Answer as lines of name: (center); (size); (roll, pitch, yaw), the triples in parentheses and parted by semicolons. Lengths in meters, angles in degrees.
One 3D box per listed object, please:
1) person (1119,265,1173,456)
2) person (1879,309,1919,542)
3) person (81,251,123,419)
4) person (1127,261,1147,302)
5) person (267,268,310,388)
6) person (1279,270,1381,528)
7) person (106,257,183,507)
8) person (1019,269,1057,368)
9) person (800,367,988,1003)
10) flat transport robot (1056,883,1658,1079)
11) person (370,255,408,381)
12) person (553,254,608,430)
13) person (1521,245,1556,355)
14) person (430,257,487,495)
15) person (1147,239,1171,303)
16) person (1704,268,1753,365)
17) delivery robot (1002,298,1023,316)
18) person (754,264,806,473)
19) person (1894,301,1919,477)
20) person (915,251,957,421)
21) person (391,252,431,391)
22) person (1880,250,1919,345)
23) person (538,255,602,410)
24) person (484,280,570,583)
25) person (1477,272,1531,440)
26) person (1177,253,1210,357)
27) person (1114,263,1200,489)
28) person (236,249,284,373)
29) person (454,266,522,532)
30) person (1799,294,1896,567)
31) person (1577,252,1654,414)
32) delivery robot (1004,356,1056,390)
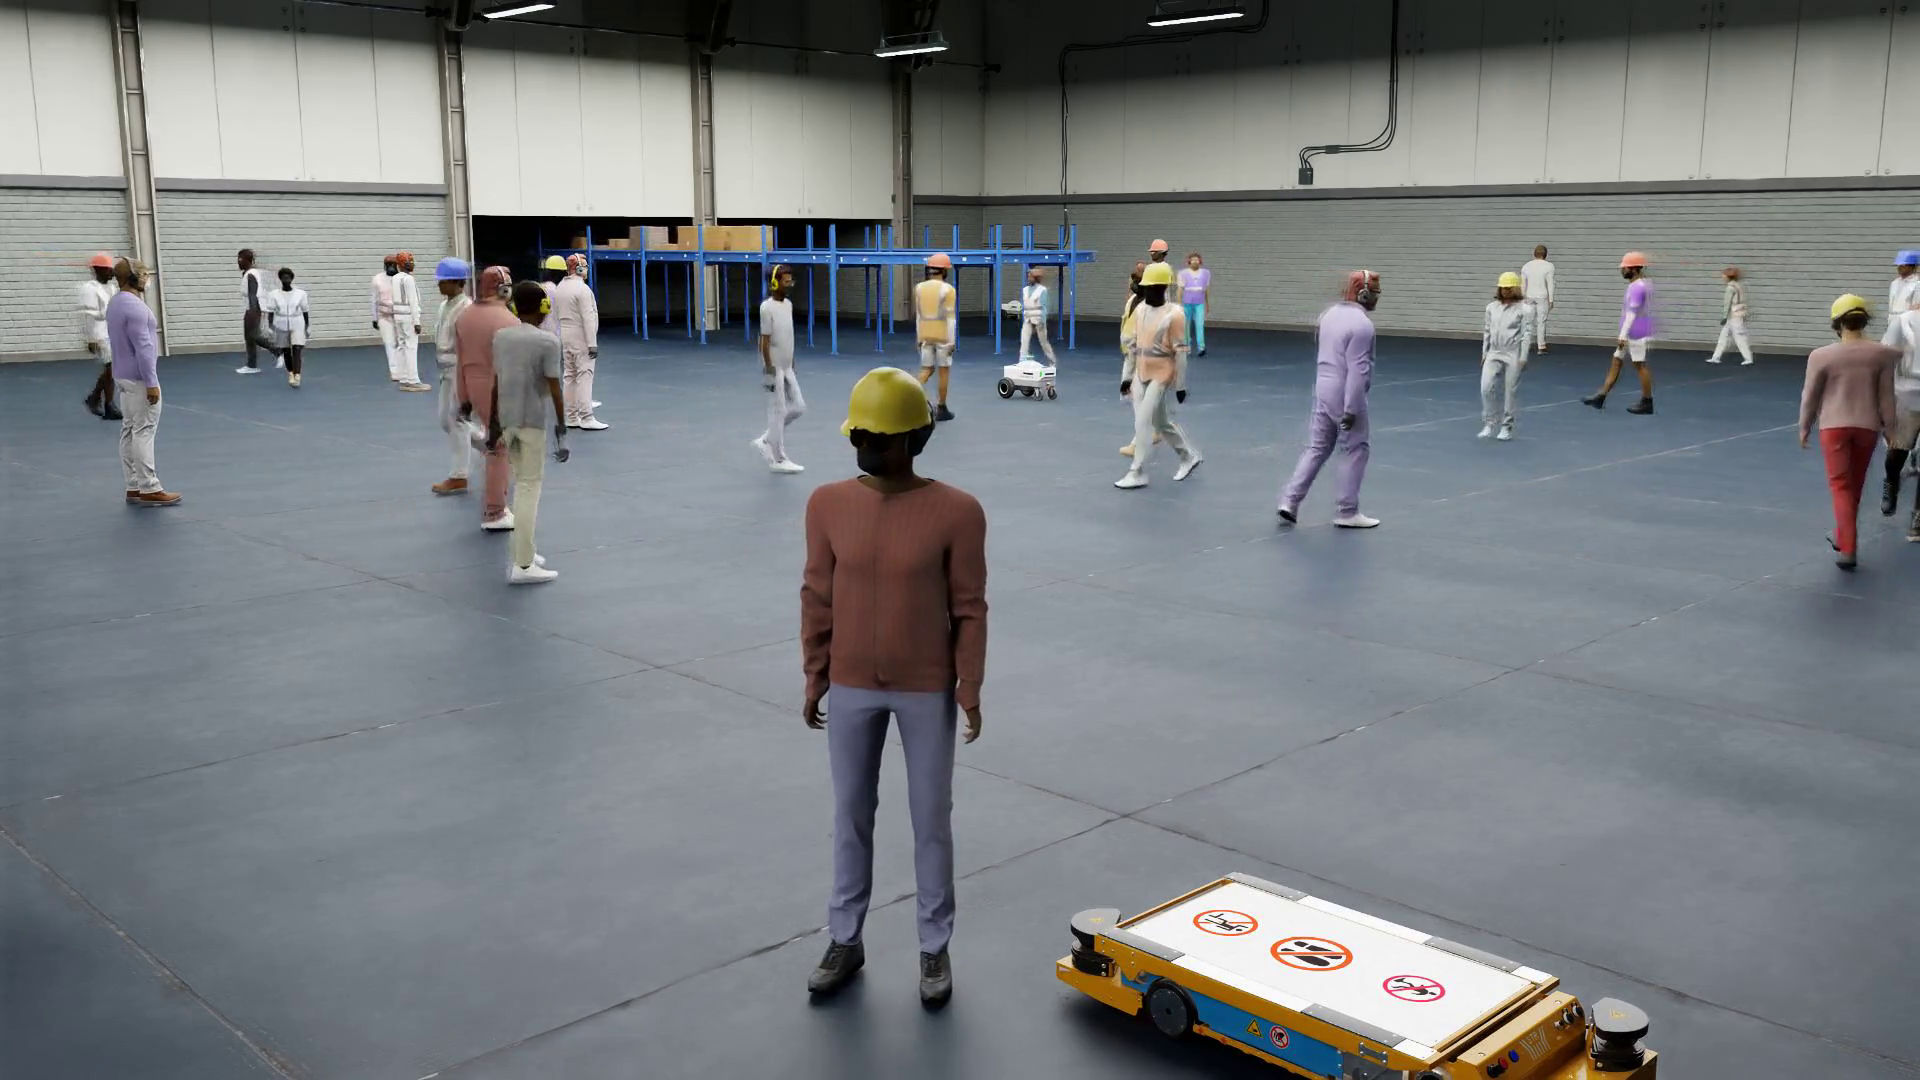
person: (1.812, -1.741, 16.101); (0.537, 1.829, 0.638); (-4, 11, -19)
person: (6.817, -0.988, 11.745); (0.630, 1.933, 0.772); (5, 12, 26)
person: (-9.814, -2.345, 19.134); (0.415, 1.922, 0.564); (1, 10, 4)
person: (3.454, -4.514, 31.756); (0.549, 1.623, 0.442); (3, 11, 17)
person: (-9.413, -2.979, 23.329); (0.542, 1.655, 0.861); (-3, 11, -16)
person: (2.693, -1.015, 12.057); (0.695, 1.871, 0.663); (-3, 11, -15)
person: (-6.468, -1.247, 13.105); (0.372, 1.940, 0.630); (-10, 14, -44)
person: (1.195, -3.367, 25.596); (0.526, 1.608, 0.825); (10, 14, 43)
person: (-0.188, 0.405, 4.583); (0.524, 1.764, 0.329); (2, 11, 13)
flat transport robot: (1.002, 1.205, 4.401); (0.652, 0.197, 1.431); (-10, 14, -44)
person: (-8.294, -3.256, 24.369); (0.629, 1.828, 0.477); (-3, 11, -14)
person: (-4.152, -2.165, 18.200); (0.410, 1.909, 0.642); (-10, 14, -44)
person: (10.329, -4.294, 29.725); (0.372, 1.940, 0.630); (-10, 14, -44)
person: (-4.093, -1.364, 13.749); (0.632, 1.934, 0.621); (-8, 13, -36)
person: (3.079, -3.629, 25.813); (0.373, 2.044, 0.606); (1, 10, 7)
person: (12.645, -3.648, 27.159); (0.728, 1.585, 0.525); (5, 11, 24)
delivery robot: (1.381, -5.810, 41.623); (0.477, 0.478, 0.707); (-10, 14, -44)
person: (-1.614, -1.534, 14.889); (0.436, 1.858, 0.553); (4, 11, 22)
person: (8.363, -1.338, 14.513); (0.680, 1.613, 0.508); (-9, 13, -39)
person: (-0.304, -2.320, 18.993); (0.554, 1.924, 0.581); (7, 12, 32)
person: (-7.554, -2.992, 22.777); (0.356, 1.882, 0.574); (-10, 14, -44)
person: (11.582, -2.605, 20.542); (0.799, 1.915, 0.614); (-3, 11, -14)
person: (-4.922, -2.489, 20.073); (1.033, 1.877, 0.587); (-6, 12, -28)
person: (-2.696, -0.683, 10.322); (0.640, 1.827, 0.689); (4, 11, 22)
person: (5.597, -1.891, 17.167); (0.507, 1.723, 0.592); (8, 13, 37)
person: (4.075, -4.088, 28.967); (0.595, 1.791, 0.960); (0, 10, -2)
person: (1.714, -1.408, 14.138); (0.947, 1.889, 0.588); (-5, 12, -27)
person: (-10.896, -3.552, 25.779); (0.656, 1.906, 0.595); (-5, 12, -27)
person: (-3.274, -1.016, 11.965); (0.681, 1.889, 0.542); (8, 13, 38)
person: (5.726, -0.722, 10.808); (0.539, 1.716, 0.866); (1, 10, 8)
person: (7.888, -2.464, 19.843); (0.930, 1.896, 0.574); (3, 11, 17)
delivery robot: (0.916, -2.162, 21.730); (0.477, 0.478, 0.707); (-10, 14, -44)
